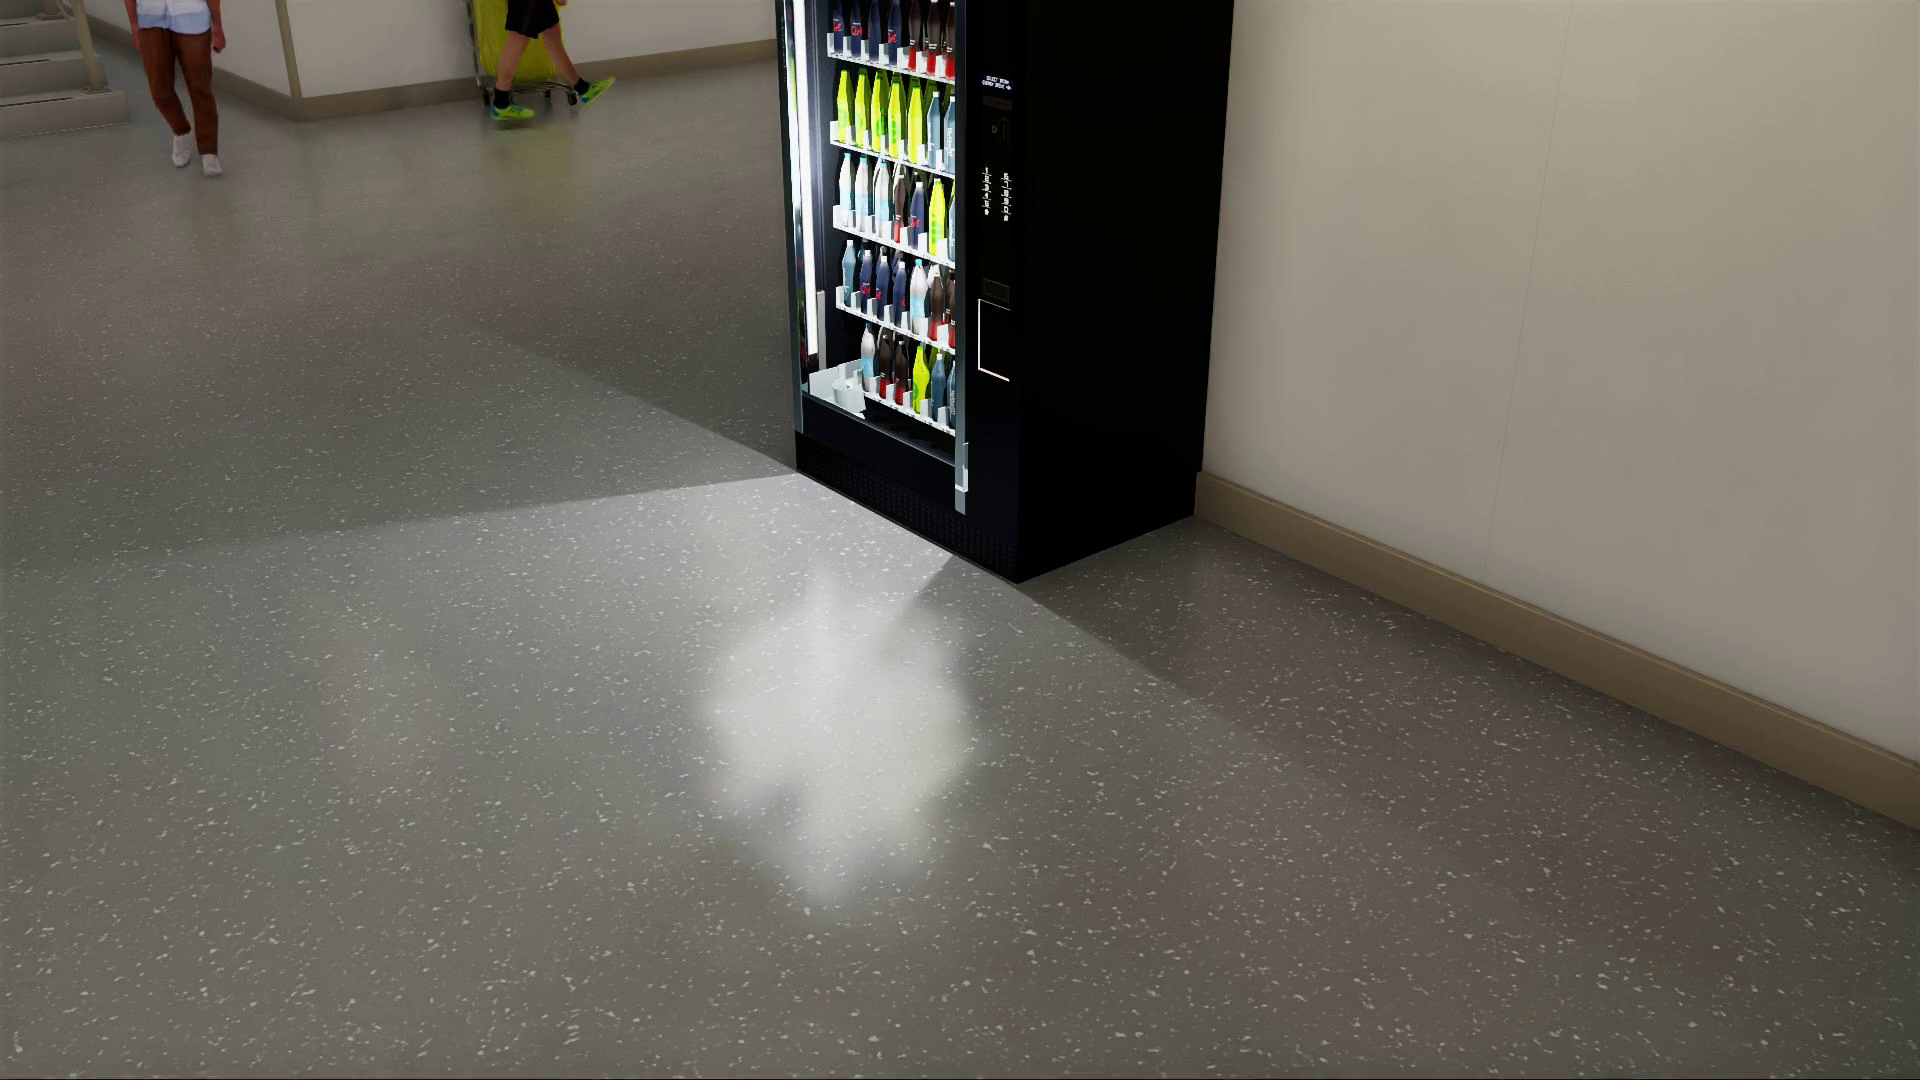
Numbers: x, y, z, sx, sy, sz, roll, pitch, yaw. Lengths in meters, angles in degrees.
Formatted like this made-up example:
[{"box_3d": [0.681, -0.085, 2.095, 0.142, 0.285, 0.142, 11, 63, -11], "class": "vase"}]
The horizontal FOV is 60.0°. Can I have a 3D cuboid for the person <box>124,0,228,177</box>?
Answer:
[{"box_3d": [-4.669, -3.085, 9.872, 0.803, 1.811, 0.817, -9, 27, -18], "class": "person"}]

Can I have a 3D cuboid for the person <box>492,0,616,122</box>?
[{"box_3d": [-2.982, -3.719, 11.152, 0.860, 1.842, 1.127, -16, 30, -30], "class": "person"}]
